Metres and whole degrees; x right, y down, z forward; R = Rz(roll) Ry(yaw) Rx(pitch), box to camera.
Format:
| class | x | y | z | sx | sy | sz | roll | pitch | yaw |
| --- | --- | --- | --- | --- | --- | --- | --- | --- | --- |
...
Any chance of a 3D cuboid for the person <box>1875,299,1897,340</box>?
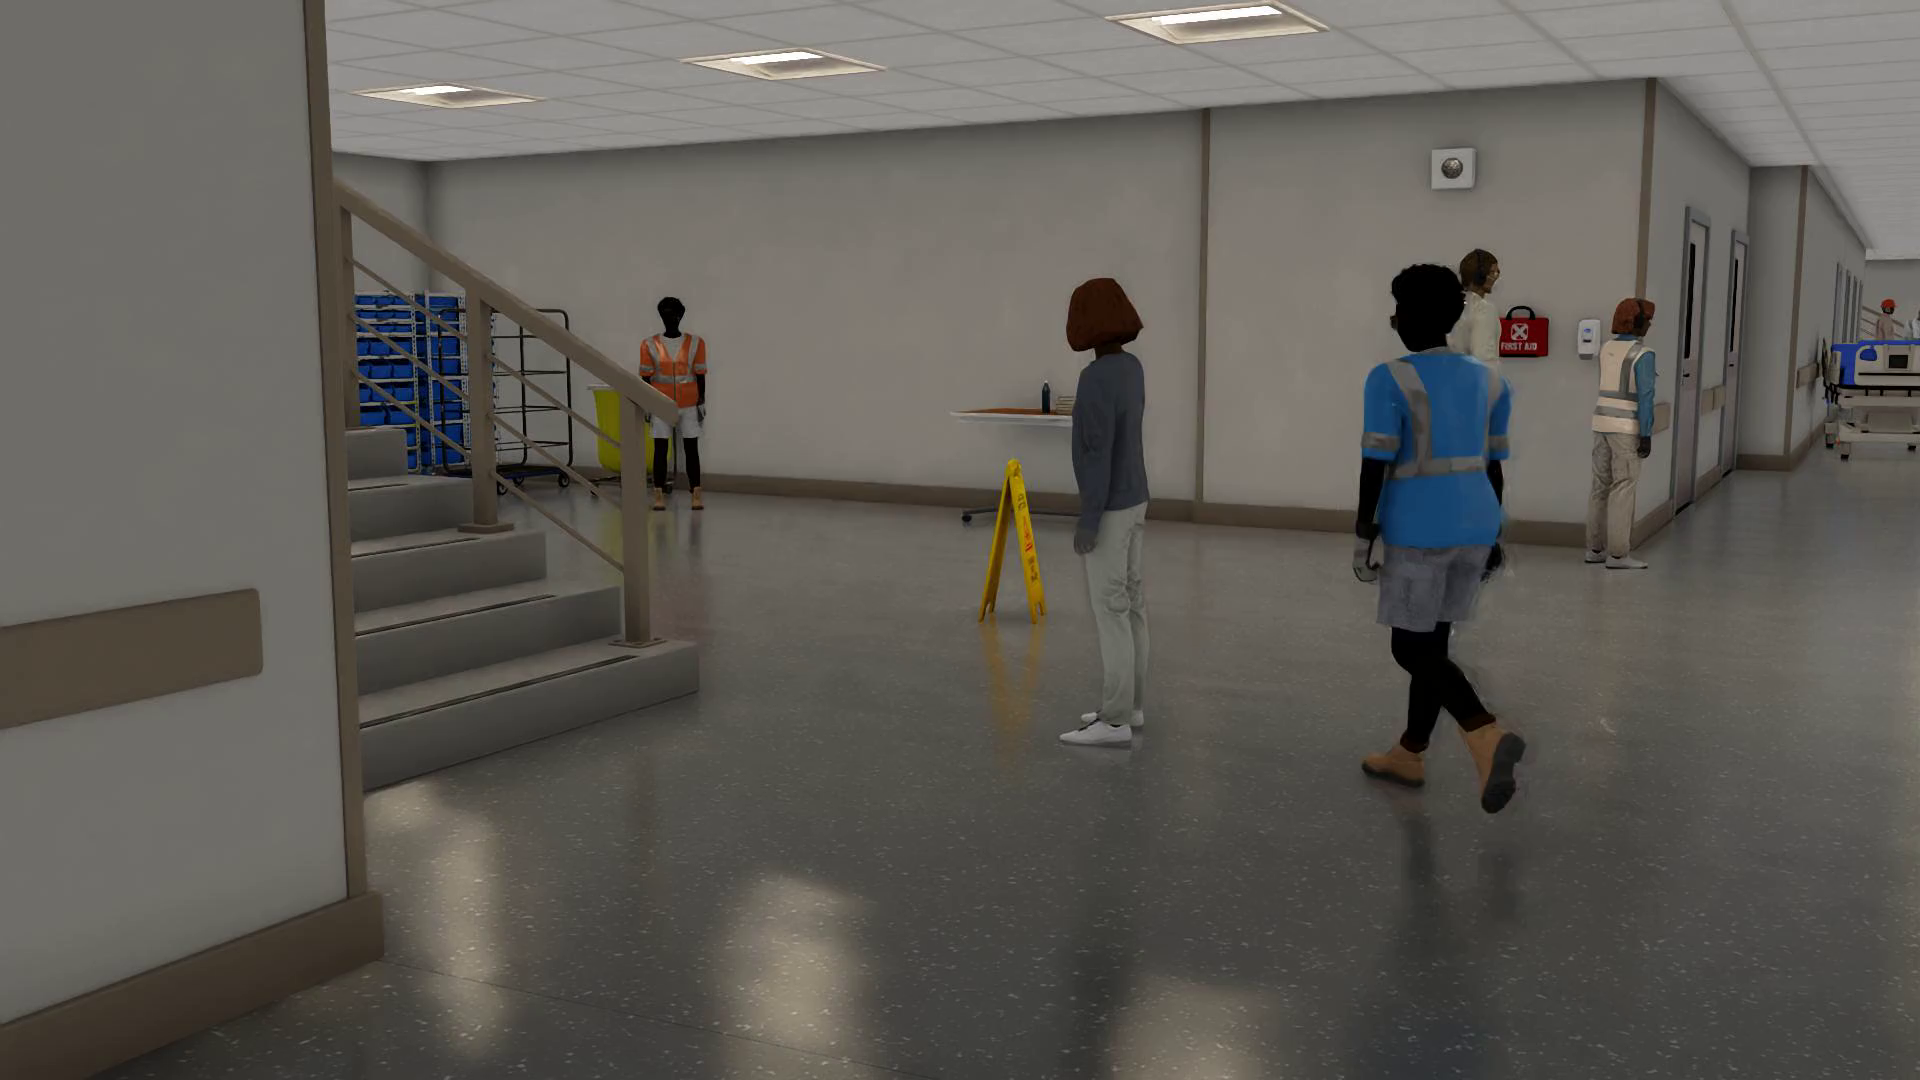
| class | x | y | z | sx | sy | sz | roll | pitch | yaw |
| --- | --- | --- | --- | --- | --- | --- | --- | --- | --- |
| person | 19.412 | -4.053 | 34.915 | 0.381 | 1.994 | 0.621 | 1 | 8 | 10 |

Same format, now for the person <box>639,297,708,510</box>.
| class | x | y | z | sx | sy | sz | roll | pitch | yaw |
| --- | --- | --- | --- | --- | --- | --- | --- | --- | --- |
| person | -2.257 | -1.067 | 13.121 | 0.536 | 1.689 | 0.324 | -1 | 8 | -11 |

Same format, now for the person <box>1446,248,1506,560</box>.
| class | x | y | z | sx | sy | sz | roll | pitch | yaw |
| --- | --- | --- | --- | --- | --- | --- | --- | --- | --- |
| person | 3.186 | -0.835 | 10.371 | 0.366 | 1.939 | 0.635 | -1 | 7 | -7 |

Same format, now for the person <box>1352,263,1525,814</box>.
| class | x | y | z | sx | sy | sz | roll | pitch | yaw |
| --- | --- | --- | --- | --- | --- | --- | --- | --- | --- |
| person | 1.495 | -0.007 | 5.031 | 0.552 | 1.664 | 0.739 | -4 | 8 | -26 |

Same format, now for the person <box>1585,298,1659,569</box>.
| class | x | y | z | sx | sy | sz | roll | pitch | yaw |
| --- | --- | --- | --- | --- | --- | --- | --- | --- | --- |
| person | 4.000 | -0.639 | 10.044 | 0.318 | 1.629 | 0.508 | -2 | 8 | -13 |

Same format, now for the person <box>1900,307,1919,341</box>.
| class | x | y | z | sx | sy | sz | roll | pitch | yaw |
| --- | --- | --- | --- | --- | --- | --- | --- | --- | --- |
| person | 18.895 | -3.717 | 32.834 | 0.745 | 1.872 | 0.421 | 5 | 9 | 36 |

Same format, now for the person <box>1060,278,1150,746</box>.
| class | x | y | z | sx | sy | sz | roll | pitch | yaw |
| --- | --- | --- | --- | --- | --- | --- | --- | --- | --- |
| person | 0.512 | -0.094 | 5.834 | 0.286 | 1.632 | 0.500 | 3 | 8 | 22 |
